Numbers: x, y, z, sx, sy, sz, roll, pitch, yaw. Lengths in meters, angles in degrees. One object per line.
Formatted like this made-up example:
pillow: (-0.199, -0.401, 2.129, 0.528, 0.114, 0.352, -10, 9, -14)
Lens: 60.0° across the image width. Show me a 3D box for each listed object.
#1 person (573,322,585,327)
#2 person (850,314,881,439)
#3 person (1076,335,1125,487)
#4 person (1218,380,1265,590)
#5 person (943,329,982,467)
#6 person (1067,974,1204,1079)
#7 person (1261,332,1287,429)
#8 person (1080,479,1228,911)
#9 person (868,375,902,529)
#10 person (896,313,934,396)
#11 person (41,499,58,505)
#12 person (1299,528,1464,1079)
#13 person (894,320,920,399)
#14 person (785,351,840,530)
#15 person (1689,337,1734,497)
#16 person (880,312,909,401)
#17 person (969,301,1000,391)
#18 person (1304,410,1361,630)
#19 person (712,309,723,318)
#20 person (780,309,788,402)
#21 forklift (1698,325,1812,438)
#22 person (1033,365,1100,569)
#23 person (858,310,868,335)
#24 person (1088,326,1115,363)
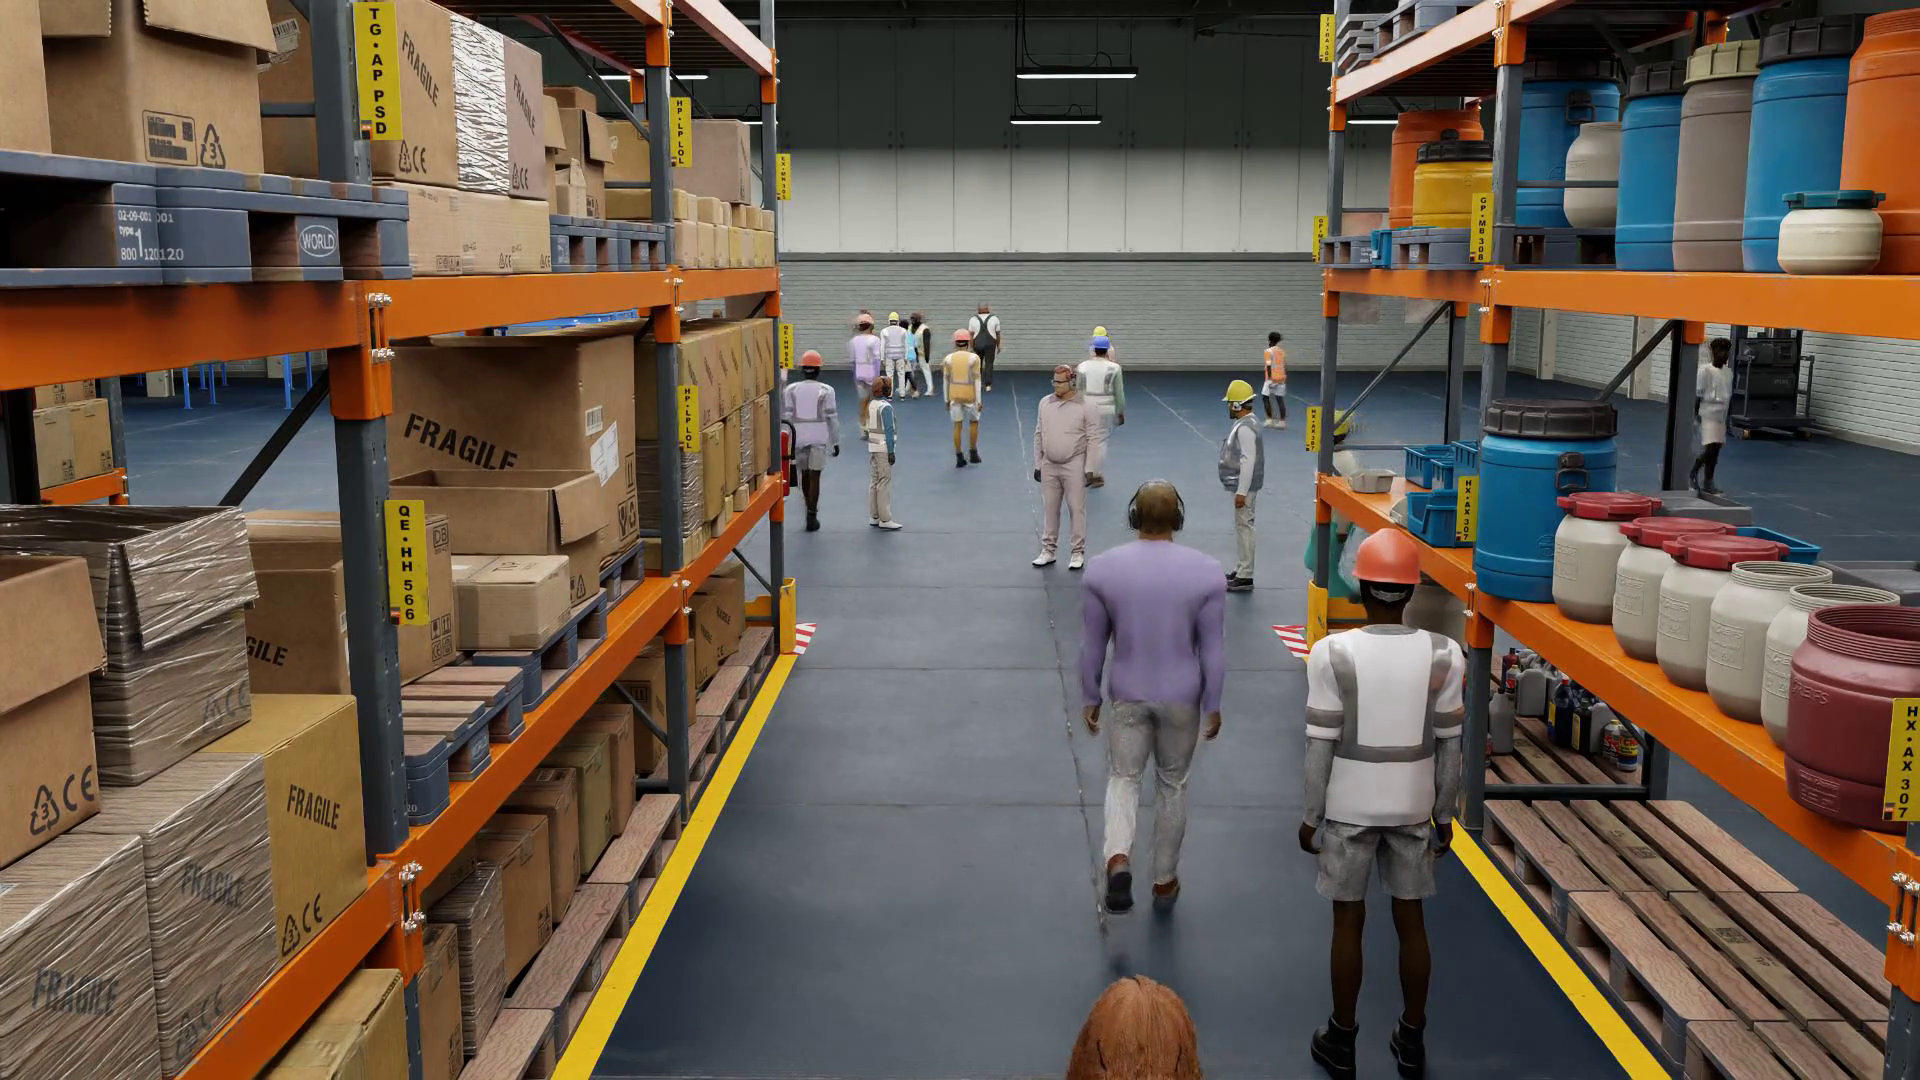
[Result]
person: (-6.038, -2.542, 26.714, 0.486, 1.897, 0.662, 2, 10, 13)
person: (-1.487, -2.642, 26.931, 0.649, 2.019, 0.462, 8, 12, 40)
person: (1.826, -1.664, 21.351, 0.632, 1.923, 0.644, 4, 10, 24)
person: (2.462, -0.484, 14.581, 0.404, 1.828, 0.591, 2, 10, 11)
person: (0.069, -2.013, 23.445, 0.578, 1.920, 0.653, 3, 10, 17)
person: (0.301, 1.562, 2.929, 0.509, 1.620, 0.378, 2, 10, 11)
person: (5.435, -2.744, 28.580, 0.548, 1.657, 0.564, -7, 12, -36)
person: (0.829, 0.701, 7.228, 0.640, 1.923, 0.672, 2, 10, 13)
person: (-0.833, -0.946, 17.898, 0.308, 1.645, 0.517, -4, 10, -24)
person: (-0.920, -3.956, 35.562, 0.638, 1.770, 1.011, 7, 12, 37)
person: (-4.729, 0.616, 8.502, 0.568, 1.648, 0.696, 4, 10, 22)
person: (1.462, 0.920, 5.841, 0.552, 1.935, 0.367, 0, 9, -2)
person: (-1.117, -3.806, 35.040, 0.548, 1.636, 0.910, -9, 13, -42)
person: (-1.578, -1.100, 18.072, 0.570, 1.891, 0.963, 2, 10, 10)
person: (9.186, -1.495, 20.258, 0.630, 1.951, 0.421, -6, 11, -31)
person: (-1.358, -3.784, 34.329, 0.591, 1.834, 0.404, -2, 10, -10)
person: (0.552, -4.357, 37.271, 0.704, 2.000, 0.983, 1, 9, 3)
person: (2.897, -0.146, 12.826, 0.429, 1.735, 0.541, -2, 10, -10)
person: (-5.266, -4.109, 36.262, 0.624, 1.841, 0.430, -3, 10, -16)
person: (-3.637, -3.634, 33.009, 0.619, 1.974, 0.686, -2, 10, -11)
forklift: (13.248, -3.165, 27.620, 1.129, 2.768, 1.873, 0, 9, 1)
person: (0.967, -0.686, 15.573, 0.636, 1.903, 0.404, 5, 11, 28)
person: (-2.463, -5.124, 42.935, 0.307, 1.641, 0.514, 3, 10, 20)
person: (2.401, -2.783, 28.561, 0.523, 1.760, 0.327, 7, 12, 36)
